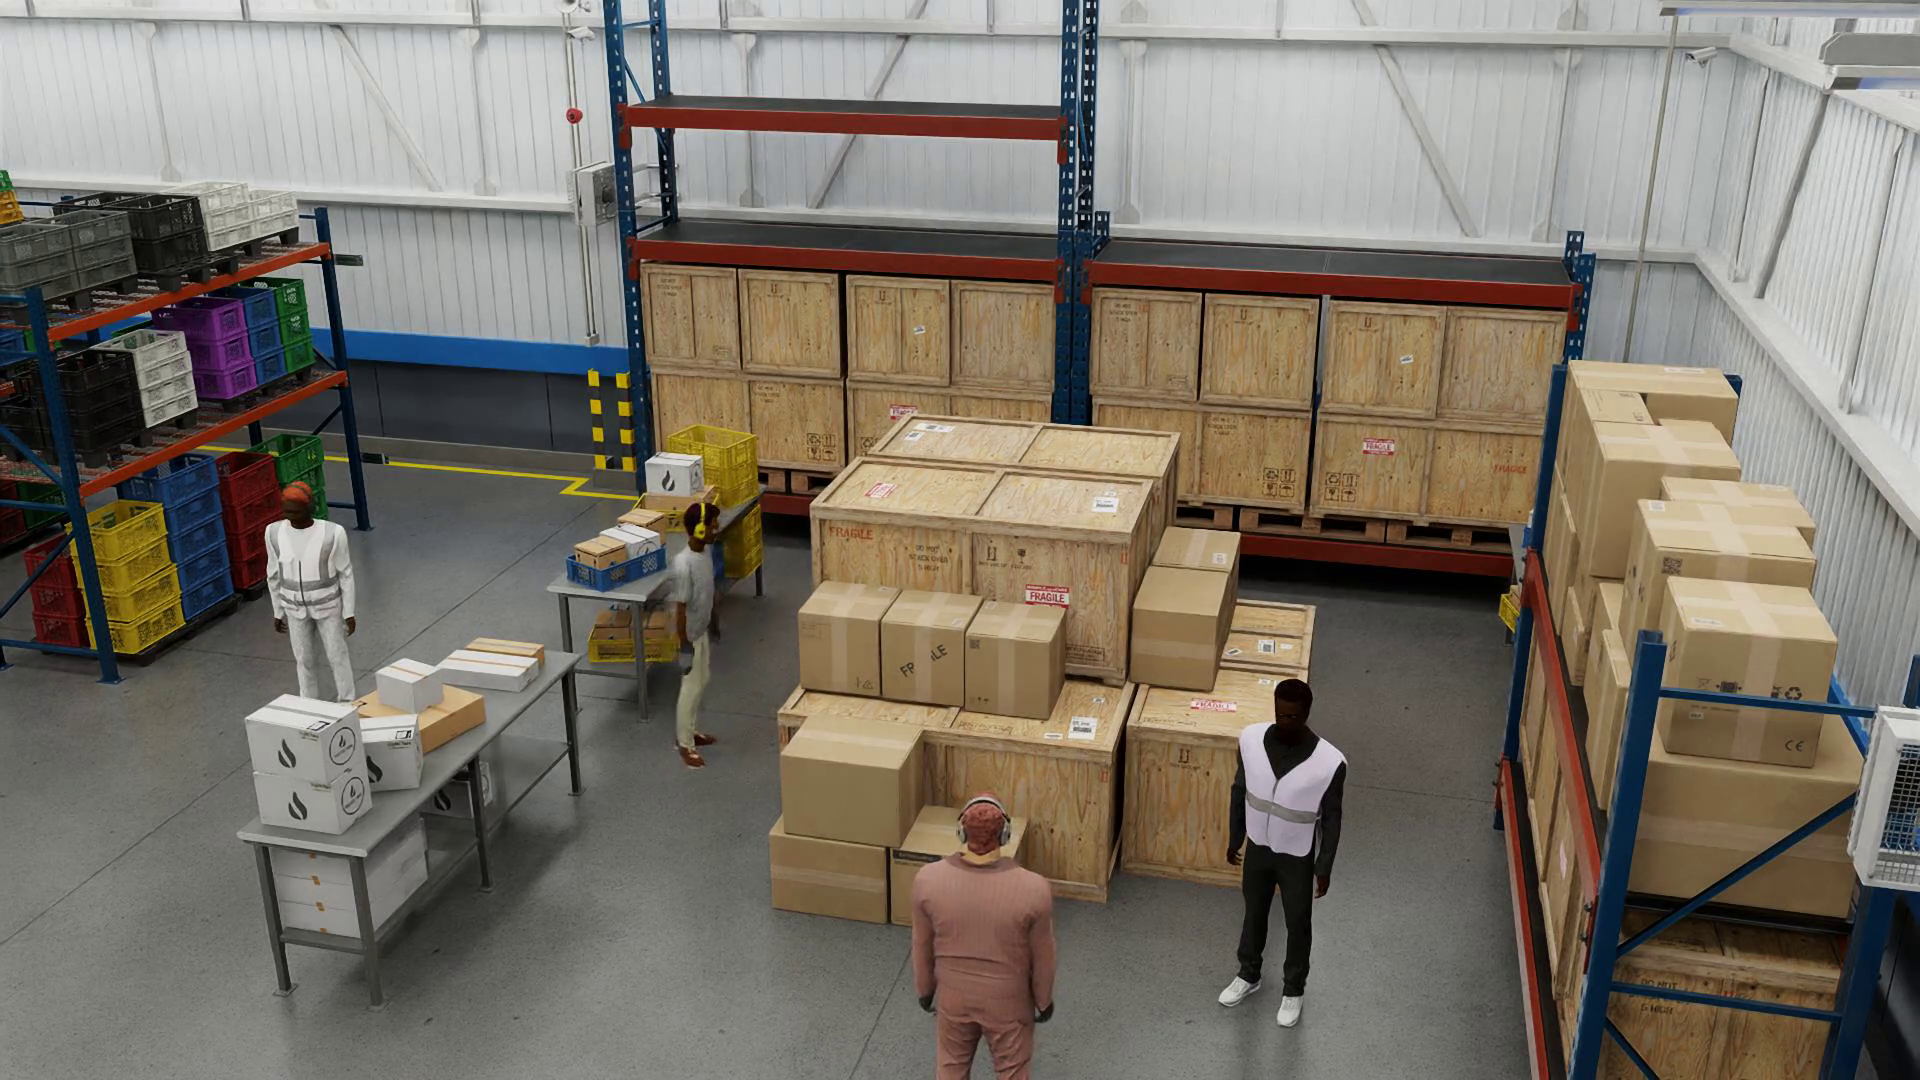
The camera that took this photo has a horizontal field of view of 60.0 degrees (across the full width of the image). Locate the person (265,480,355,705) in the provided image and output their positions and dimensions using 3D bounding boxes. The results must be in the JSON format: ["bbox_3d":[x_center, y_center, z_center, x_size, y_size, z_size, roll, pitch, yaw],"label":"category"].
[{"bbox_3d":[-4.468,0.486,11.491,0.572,1.886,0.356,-1,21,-2],"label":"person"}]

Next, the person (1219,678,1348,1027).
[{"bbox_3d":[1.657,1.581,8.576,0.594,1.921,0.387,13,25,31],"label":"person"}]

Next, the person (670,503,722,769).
[{"bbox_3d":[-1.775,0.627,11.179,0.396,1.851,0.612,2,21,6],"label":"person"}]

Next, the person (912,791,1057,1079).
[{"bbox_3d":[0.118,2.006,7.504,0.656,1.899,0.396,6,22,15],"label":"person"}]
